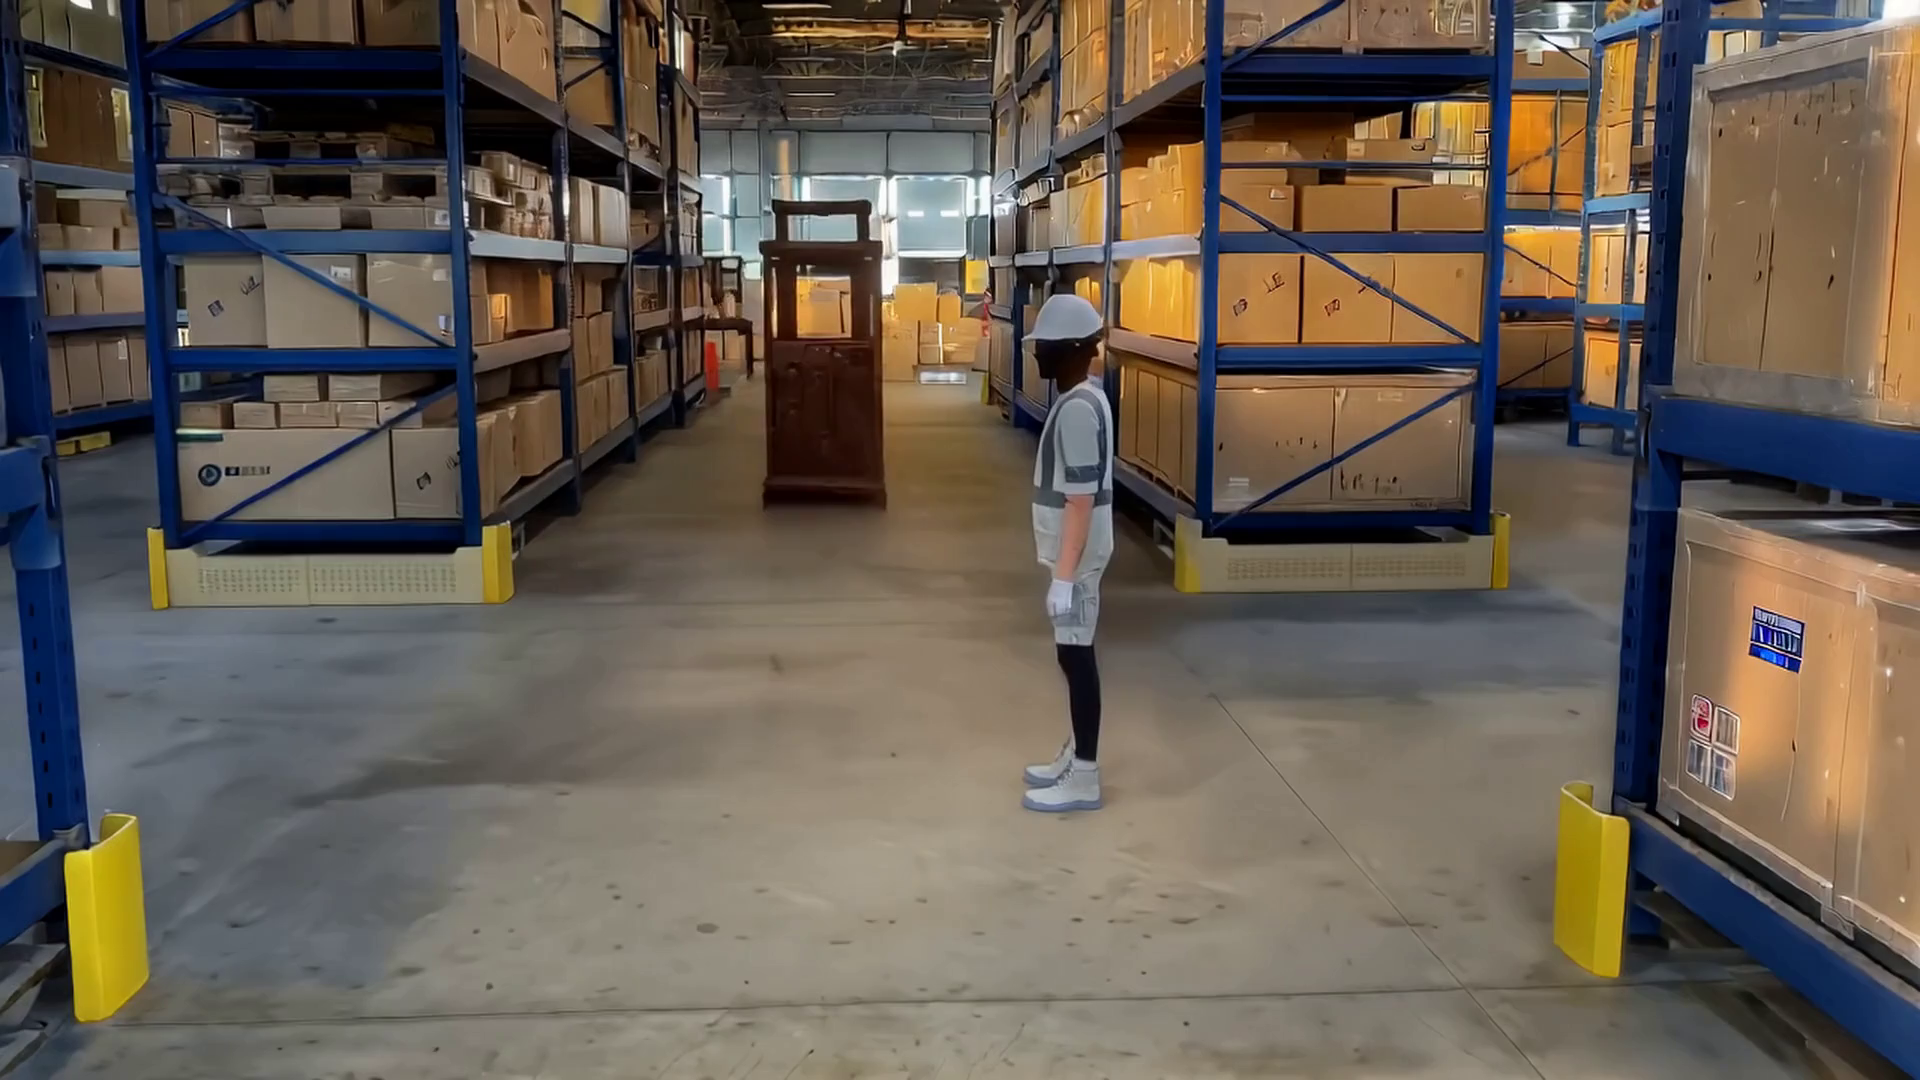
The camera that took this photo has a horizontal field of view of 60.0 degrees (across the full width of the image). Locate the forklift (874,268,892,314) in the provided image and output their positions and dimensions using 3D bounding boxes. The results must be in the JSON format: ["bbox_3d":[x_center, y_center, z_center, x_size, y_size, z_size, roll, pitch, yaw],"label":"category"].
[{"bbox_3d":[-3.158,-8.349,56.753,1.129,2.768,1.873,-5,10,-30],"label":"forklift"}]

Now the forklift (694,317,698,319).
[{"bbox_3d":[-5.880,-5.096,36.328,1.873,2.768,1.129,-1,9,-5],"label":"forklift"}]

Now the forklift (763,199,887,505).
[{"bbox_3d":[-1.289,-1.826,15.794,1.129,2.768,1.873,-1,9,-4],"label":"forklift"}]

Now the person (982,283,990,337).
[{"bbox_3d":[0.822,-6.429,47.782,0.654,1.886,1.020,-7,11,-36],"label":"person"}]

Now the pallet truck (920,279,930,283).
[{"bbox_3d":[-0.932,-8.922,63.114,1.885,1.965,0.823,2,9,13],"label":"pallet truck"}]

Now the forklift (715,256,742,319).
[{"bbox_3d":[-8.573,-9.185,62.001,1.129,2.768,1.873,-1,9,-4],"label":"forklift"}]

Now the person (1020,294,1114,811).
[{"bbox_3d":[0.422,0.053,6.622,0.377,2.044,0.608,1,9,5],"label":"person"}]

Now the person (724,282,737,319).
[{"bbox_3d":[-6.823,-6.826,50.211,0.782,1.907,0.586,-2,9,-14],"label":"person"}]
